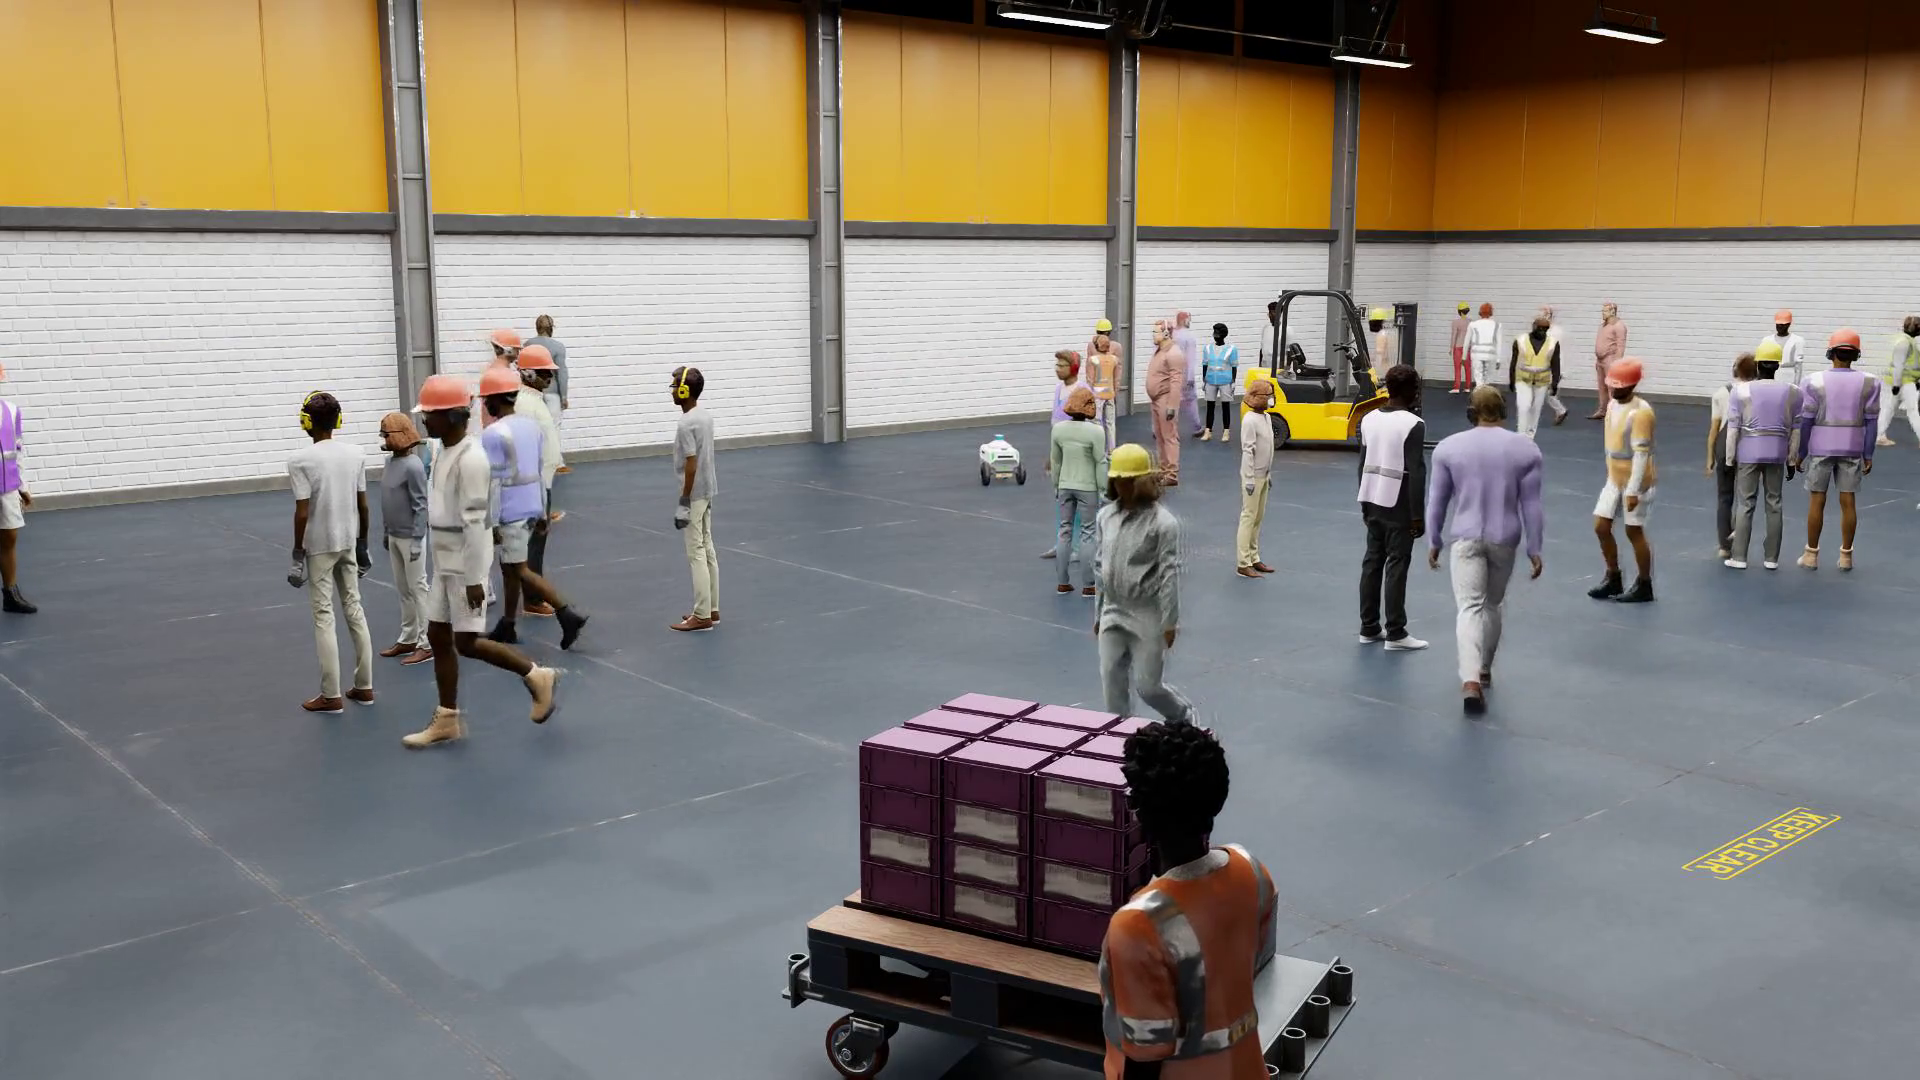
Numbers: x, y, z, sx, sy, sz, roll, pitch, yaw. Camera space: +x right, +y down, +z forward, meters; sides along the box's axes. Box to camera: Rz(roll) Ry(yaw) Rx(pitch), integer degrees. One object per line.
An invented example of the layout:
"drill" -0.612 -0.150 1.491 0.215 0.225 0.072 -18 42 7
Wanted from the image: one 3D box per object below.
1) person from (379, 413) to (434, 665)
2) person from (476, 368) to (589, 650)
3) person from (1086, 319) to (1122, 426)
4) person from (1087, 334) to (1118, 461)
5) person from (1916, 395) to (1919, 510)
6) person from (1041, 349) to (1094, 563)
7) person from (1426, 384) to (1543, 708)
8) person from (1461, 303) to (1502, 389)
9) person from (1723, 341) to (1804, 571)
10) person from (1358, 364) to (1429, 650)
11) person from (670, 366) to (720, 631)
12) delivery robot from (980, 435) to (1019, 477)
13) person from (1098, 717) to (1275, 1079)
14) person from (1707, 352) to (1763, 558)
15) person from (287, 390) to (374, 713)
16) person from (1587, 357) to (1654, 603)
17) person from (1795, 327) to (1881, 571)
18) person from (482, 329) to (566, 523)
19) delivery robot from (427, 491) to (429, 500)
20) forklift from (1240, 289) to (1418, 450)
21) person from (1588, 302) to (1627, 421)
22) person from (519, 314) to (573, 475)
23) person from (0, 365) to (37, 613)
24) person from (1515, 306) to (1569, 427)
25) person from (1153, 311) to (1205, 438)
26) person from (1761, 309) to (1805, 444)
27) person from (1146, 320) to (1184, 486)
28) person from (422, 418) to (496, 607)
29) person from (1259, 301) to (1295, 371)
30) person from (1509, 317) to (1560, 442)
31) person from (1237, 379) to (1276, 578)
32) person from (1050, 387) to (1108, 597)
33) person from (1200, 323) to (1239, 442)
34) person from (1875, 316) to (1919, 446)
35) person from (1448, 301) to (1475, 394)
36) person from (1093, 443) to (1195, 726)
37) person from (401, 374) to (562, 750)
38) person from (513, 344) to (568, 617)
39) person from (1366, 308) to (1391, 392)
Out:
"person" -3.610 -0.011 10.794 0.279 1.634 0.499 -9 13 -41
"person" -2.890 -0.193 11.126 0.863 1.904 0.551 3 10 19
"person" 2.016 -2.231 23.422 0.523 1.762 0.329 4 10 21
"person" 1.813 -1.810 21.327 0.529 1.642 0.309 -7 12 -36
"person" 10.348 -1.324 17.289 0.788 2.000 0.697 -2 10 -9
"person" 0.972 -0.733 14.405 0.386 1.843 0.582 -4 10 -21
"person" 3.105 0.028 9.858 0.649 1.890 1.025 1 10 8
"person" 8.793 -3.067 28.073 0.596 1.831 0.971 0 10 3
"person" 6.723 -0.699 13.966 0.588 1.927 0.370 2 10 10
"person" 2.901 -0.223 11.199 0.399 1.920 0.590 -4 11 -24
"person" -1.886 -0.286 11.724 0.330 1.869 0.518 2 10 10
"delivery robot" 0.458 -0.979 19.343 0.477 0.478 0.707 -2 10 -10
"person" 0.464 1.205 3.489 0.322 1.697 0.532 7 12 36
"person" 6.720 -0.709 14.365 0.518 1.821 0.631 6 11 32
"person" -3.656 0.070 9.633 0.313 1.869 0.538 6 12 33
"person" 5.053 -0.443 12.559 0.621 1.889 0.559 -2 10 -13
"person" 7.333 -0.753 13.944 0.607 2.044 0.377 3 10 16
"person" -4.229 -1.017 15.754 0.934 1.945 0.614 -4 10 -21
"delivery robot" -5.083 -0.460 16.305 0.707 0.478 0.477 -5 11 -26
"forklift" 5.034 -2.339 22.783 2.313 2.155 1.214 3 10 16
"person" 10.378 -2.858 26.673 0.403 1.904 0.651 -1 10 -8
"person" -4.996 -1.744 20.052 0.629 1.939 0.372 4 10 21
"person" -7.034 -0.388 12.115 0.373 1.934 0.551 5 11 26
"person" 9.057 -2.670 25.682 0.908 1.876 0.651 -2 10 -10
"person" 3.181 -2.374 24.034 1.038 1.848 0.649 -8 13 -40
"person" 11.091 -2.155 22.513 0.539 1.929 0.410 7 12 37
"person" 2.329 -1.570 19.124 0.399 1.909 0.642 -2 10 -11
"person" -3.693 -0.213 12.105 0.523 1.583 0.898 5 11 29
"person" 4.711 -2.590 24.915 0.367 1.967 0.603 -9 13 -41
"person" 7.898 -2.159 22.876 0.643 1.798 0.801 2 10 11
"person" 2.454 -0.511 13.718 0.275 1.632 0.507 5 11 27
"person" 0.931 -0.373 12.912 0.500 1.633 0.279 7 12 36
"person" 3.679 -2.234 23.620 0.532 1.697 0.322 5 11 27
"person" 13.150 -2.174 22.949 0.922 1.796 0.638 5 11 27
"person" 9.647 -3.693 31.955 0.524 1.772 0.301 -3 10 -18
"person" 0.915 0.362 8.330 0.490 1.726 0.568 9 13 42
"person" -2.614 0.113 8.948 0.788 2.019 0.620 -7 12 -34
"person" -3.101 -0.436 12.224 0.384 1.993 0.623 -1 10 -8
"person" 6.182 -2.474 24.499 0.954 1.884 0.597 1 10 7
